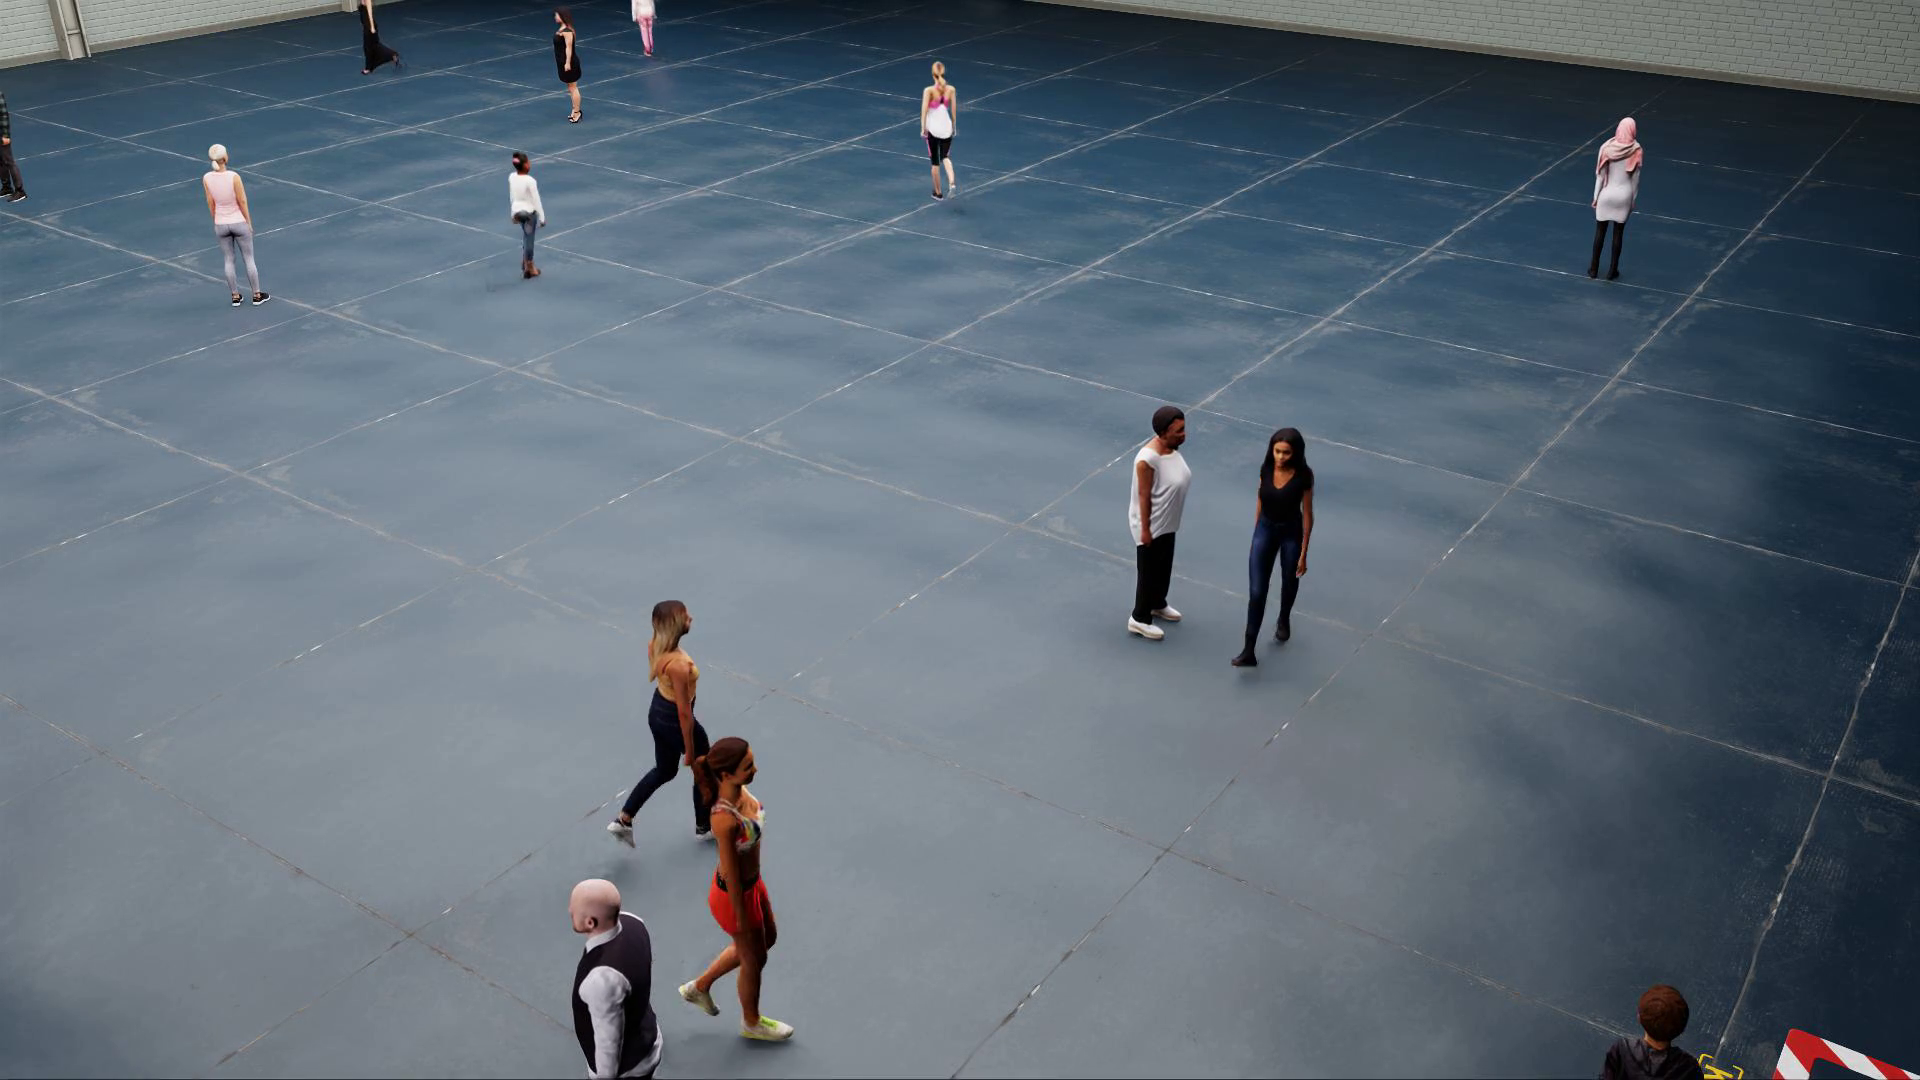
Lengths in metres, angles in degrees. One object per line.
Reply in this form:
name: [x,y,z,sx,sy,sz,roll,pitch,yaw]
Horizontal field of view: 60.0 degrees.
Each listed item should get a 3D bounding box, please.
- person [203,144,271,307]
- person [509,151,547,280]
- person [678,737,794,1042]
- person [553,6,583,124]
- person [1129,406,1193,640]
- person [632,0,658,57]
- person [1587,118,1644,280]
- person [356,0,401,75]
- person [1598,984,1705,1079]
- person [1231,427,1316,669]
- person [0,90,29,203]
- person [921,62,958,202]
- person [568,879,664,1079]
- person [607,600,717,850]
person: [-7.792,-3.367,17.789,0.632,1.725,0.676,-2,27,-4]
person: [-4.903,-3.624,18.590,0.561,1.449,0.523,15,31,27]
person: [-1.129,1.685,7.921,0.875,1.777,0.848,0,27,0]
person: [-5.950,-7.250,25.337,0.805,1.719,0.758,-7,28,-13]
person: [1.392,-0.148,11.582,0.714,1.685,0.550,16,31,28]
person: [-5.641,-9.443,29.902,0.643,1.440,0.732,-15,31,-27]
person: [7.315,-3.812,18.567,0.688,1.804,0.676,10,29,18]
person: [-10.035,-8.802,28.498,1.034,1.584,0.851,-13,30,-24]
person: [2.764,2.474,6.791,0.538,1.408,0.942,17,32,29]
person: [2.206,-0.005,11.303,0.707,1.686,1.189,11,29,21]
person: [-12.010,-5.100,20.697,0.697,1.713,0.548,15,31,26]
person: [-0.237,-5.186,21.267,0.881,1.776,0.900,-12,29,-21]
person: [-1.406,2.168,6.934,0.848,1.822,0.758,-1,27,-1]
person: [-1.663,1.071,9.297,1.064,1.609,0.804,-17,32,-29]
